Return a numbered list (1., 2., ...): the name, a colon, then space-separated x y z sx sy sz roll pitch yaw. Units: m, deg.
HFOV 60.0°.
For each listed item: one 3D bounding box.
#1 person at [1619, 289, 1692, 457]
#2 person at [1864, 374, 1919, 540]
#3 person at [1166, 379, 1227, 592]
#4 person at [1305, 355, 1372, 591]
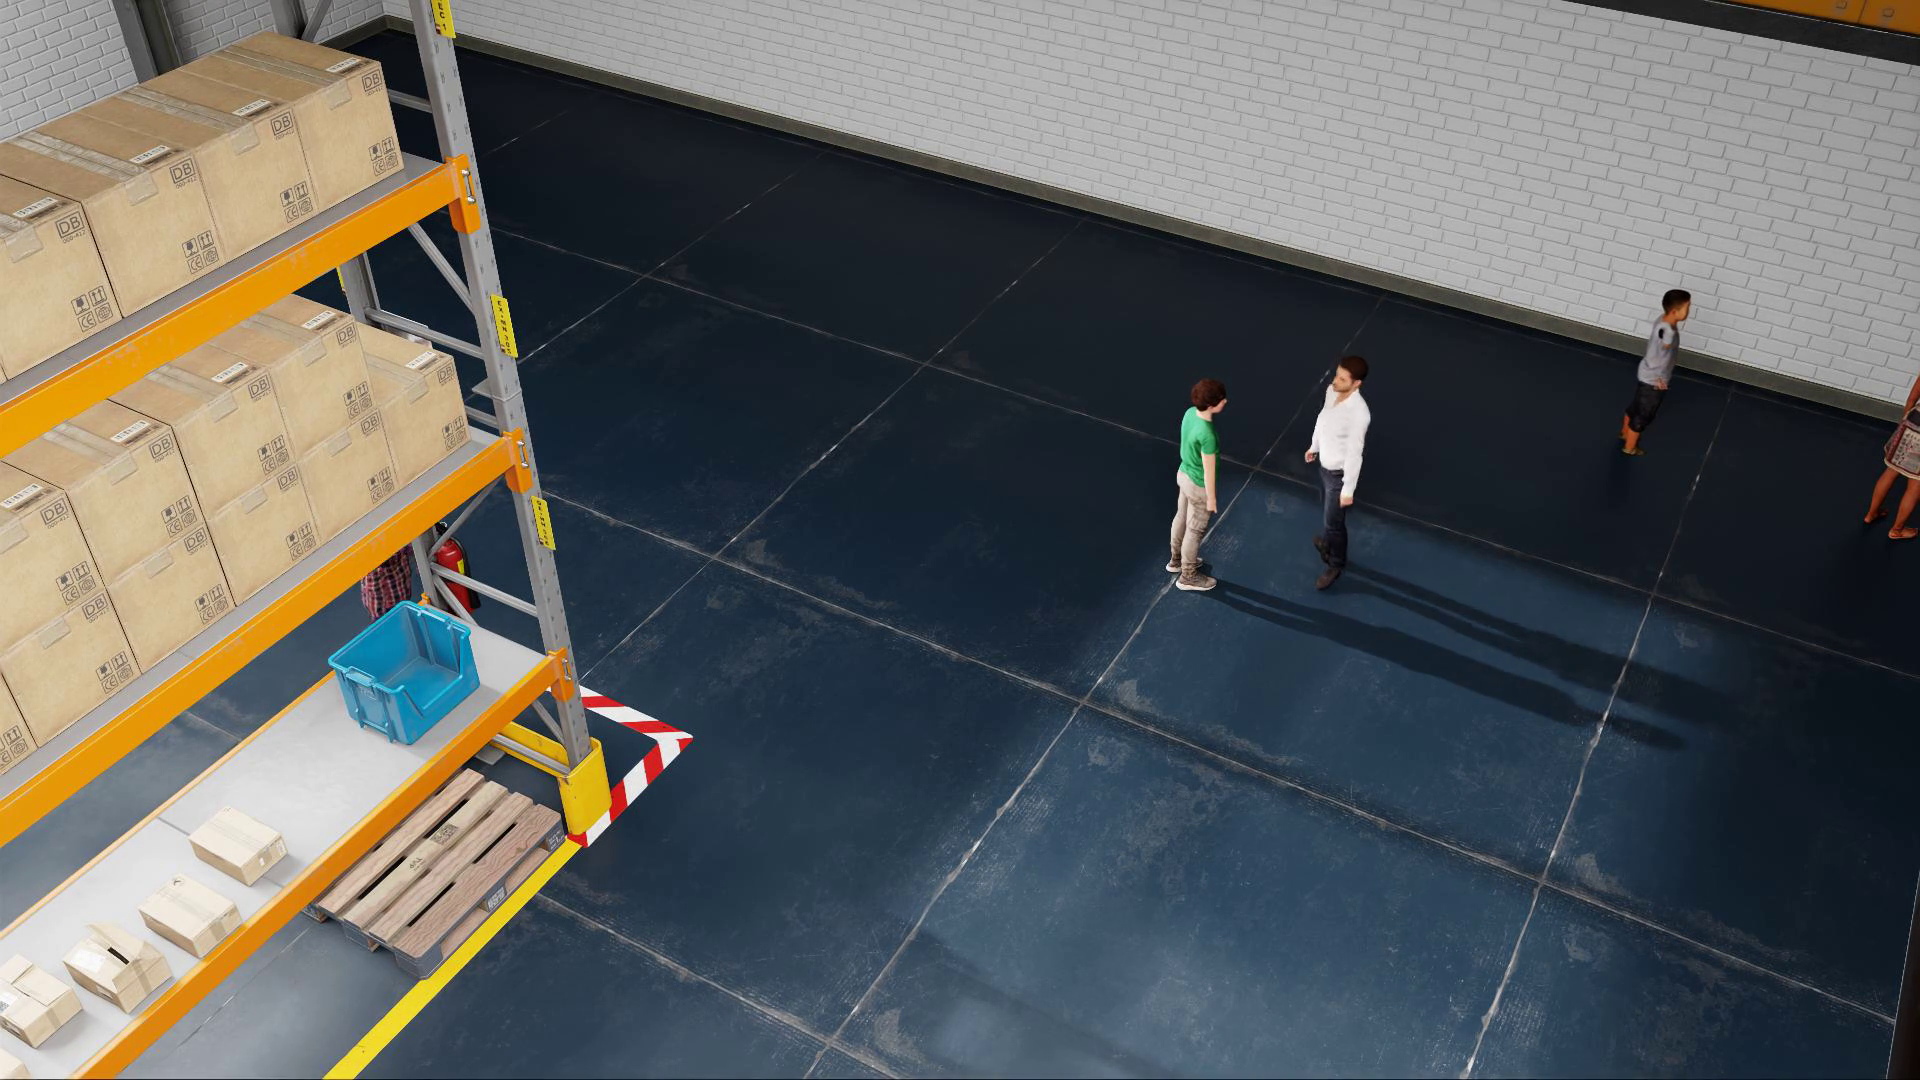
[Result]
1. person: 5.325 -1.324 12.724 0.666 1.453 0.518 10 40 12
2. person: 6.869 -0.747 11.847 0.733 1.645 0.724 -16 41 -20
3. person: 1.616 -0.392 11.398 0.716 1.651 0.649 -8 39 -10
4. person: 2.592 -0.501 11.369 0.936 1.858 0.796 1 39 1
